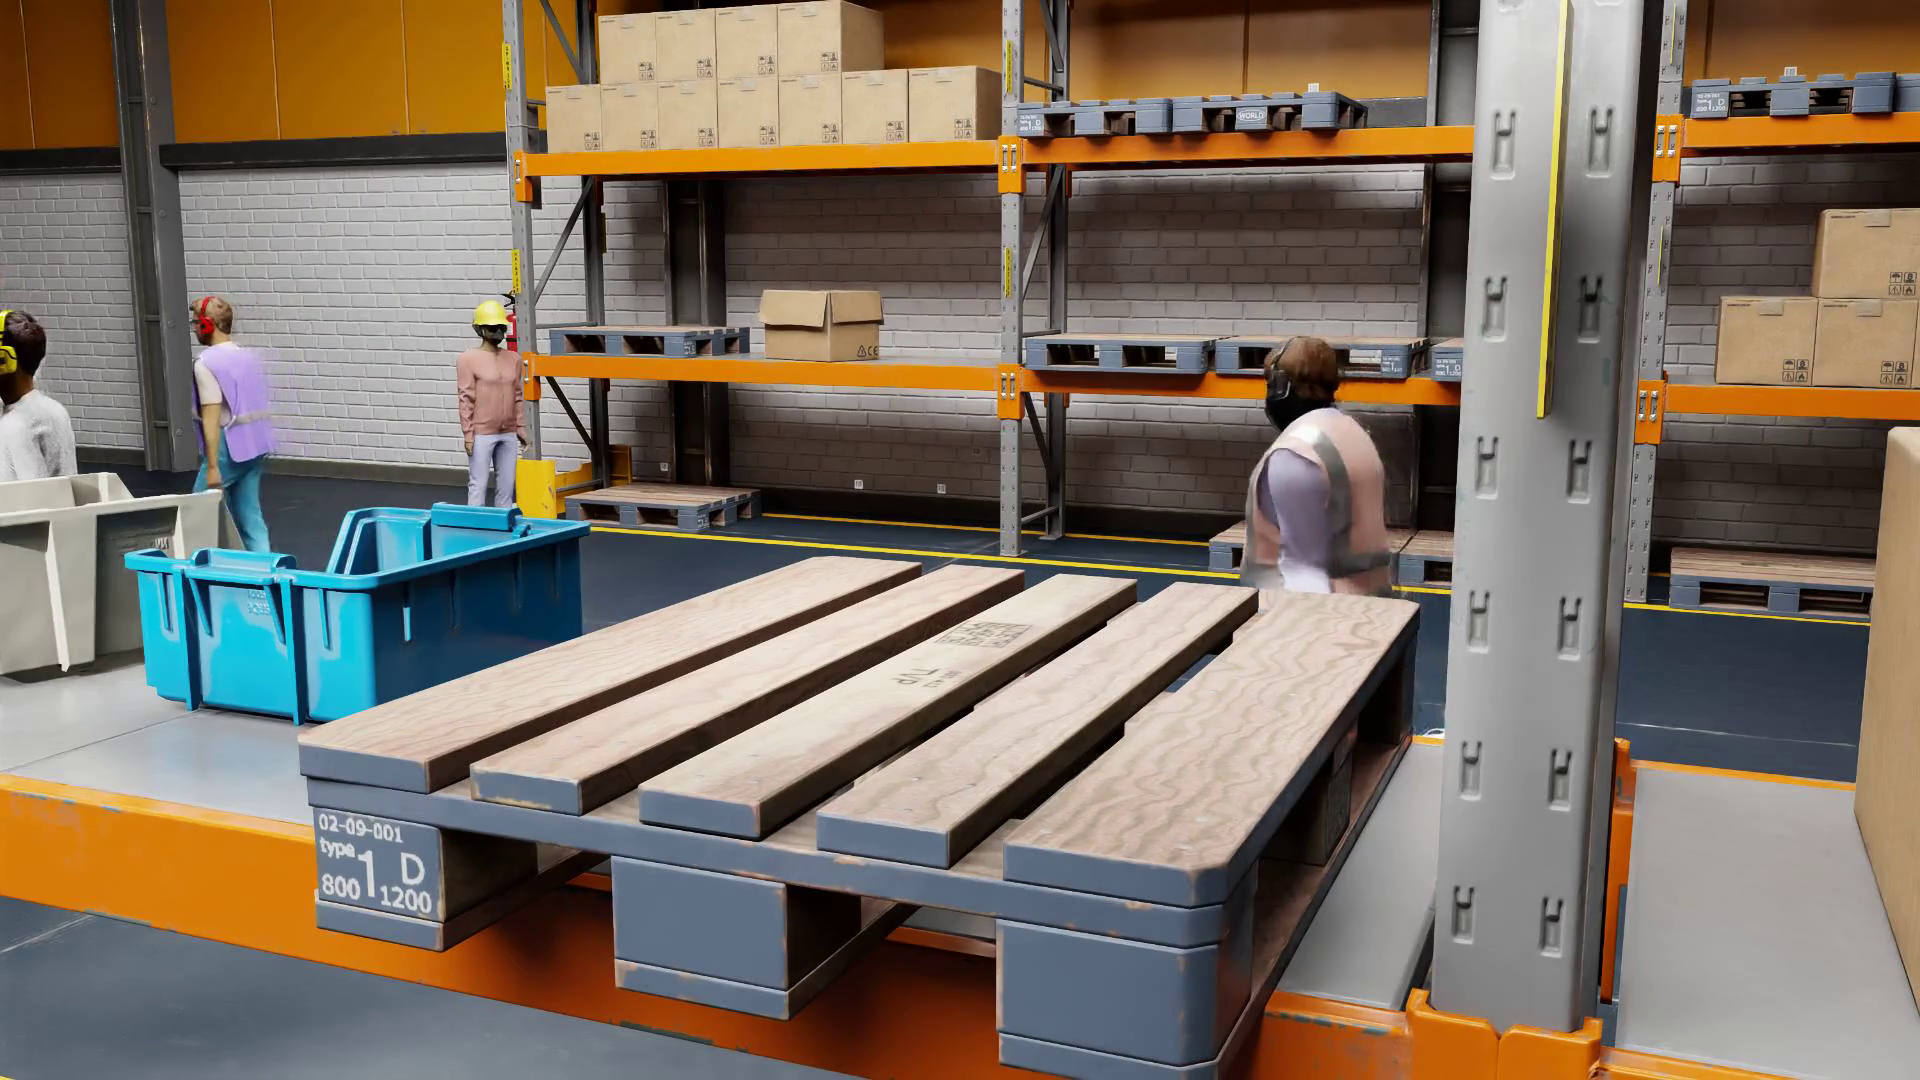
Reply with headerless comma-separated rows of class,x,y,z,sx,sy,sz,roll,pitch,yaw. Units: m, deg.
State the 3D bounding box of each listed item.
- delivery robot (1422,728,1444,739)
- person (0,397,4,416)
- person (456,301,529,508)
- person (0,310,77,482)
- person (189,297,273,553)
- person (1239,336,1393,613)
delivery robot,1.660,0.801,5.434,0.707,0.478,0.477,6,11,32
person,-5.328,-0.469,8.948,0.687,2.014,0.604,3,10,19
person,-3.131,-0.718,11.198,0.312,1.768,0.522,7,12,35
person,-3.191,0.140,5.748,0.310,1.868,0.532,-3,10,-19
person,-4.235,-0.445,9.369,0.718,1.822,0.600,1,10,6
person,1.093,0.306,4.957,0.530,1.805,0.645,7,12,36
